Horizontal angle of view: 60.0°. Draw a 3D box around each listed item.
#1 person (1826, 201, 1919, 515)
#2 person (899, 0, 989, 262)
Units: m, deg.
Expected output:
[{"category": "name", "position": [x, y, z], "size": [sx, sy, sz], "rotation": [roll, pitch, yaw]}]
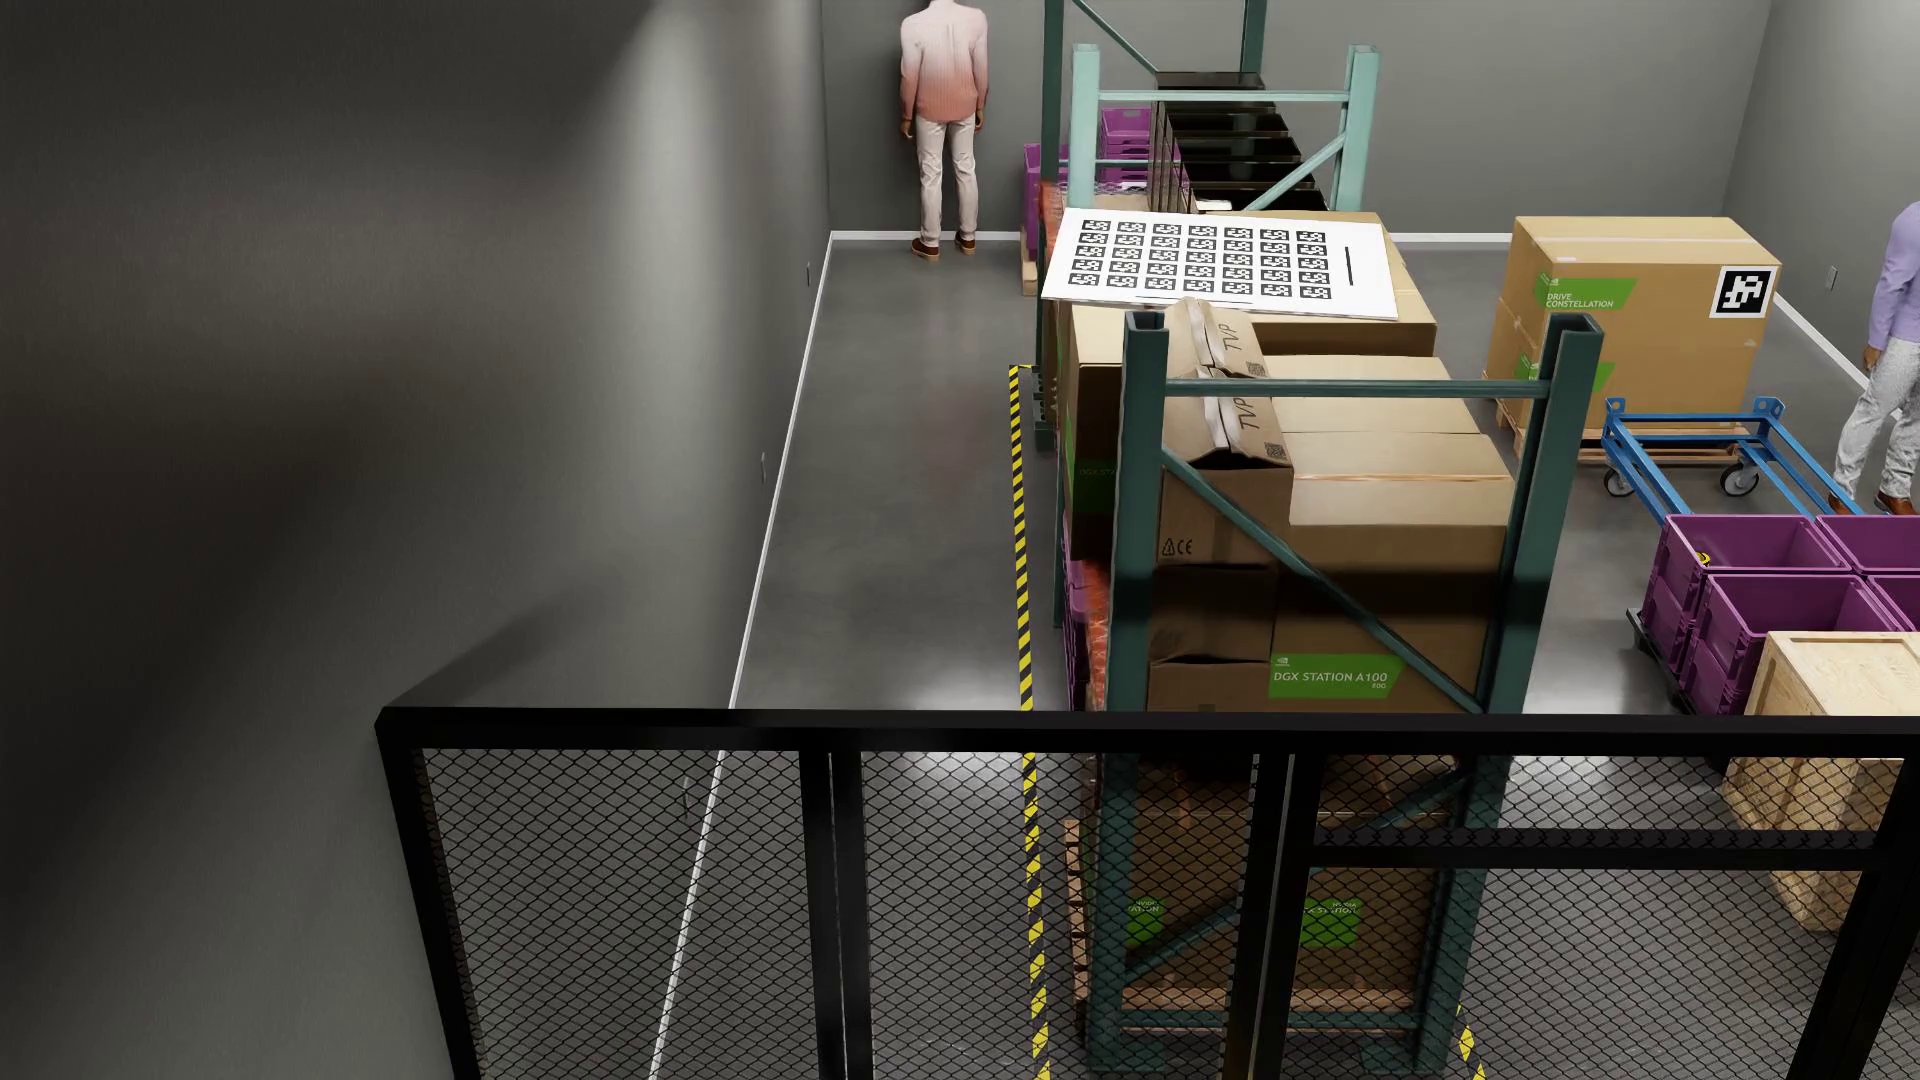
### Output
[{"category": "person", "position": [4.547, -0.944, 7.783], "size": [0.629, 1.939, 0.376], "rotation": [0, 31, 0]}, {"category": "person", "position": [-0.110, -2.811, 10.830], "size": [0.609, 1.995, 0.378], "rotation": [-12, 33, -20]}]
